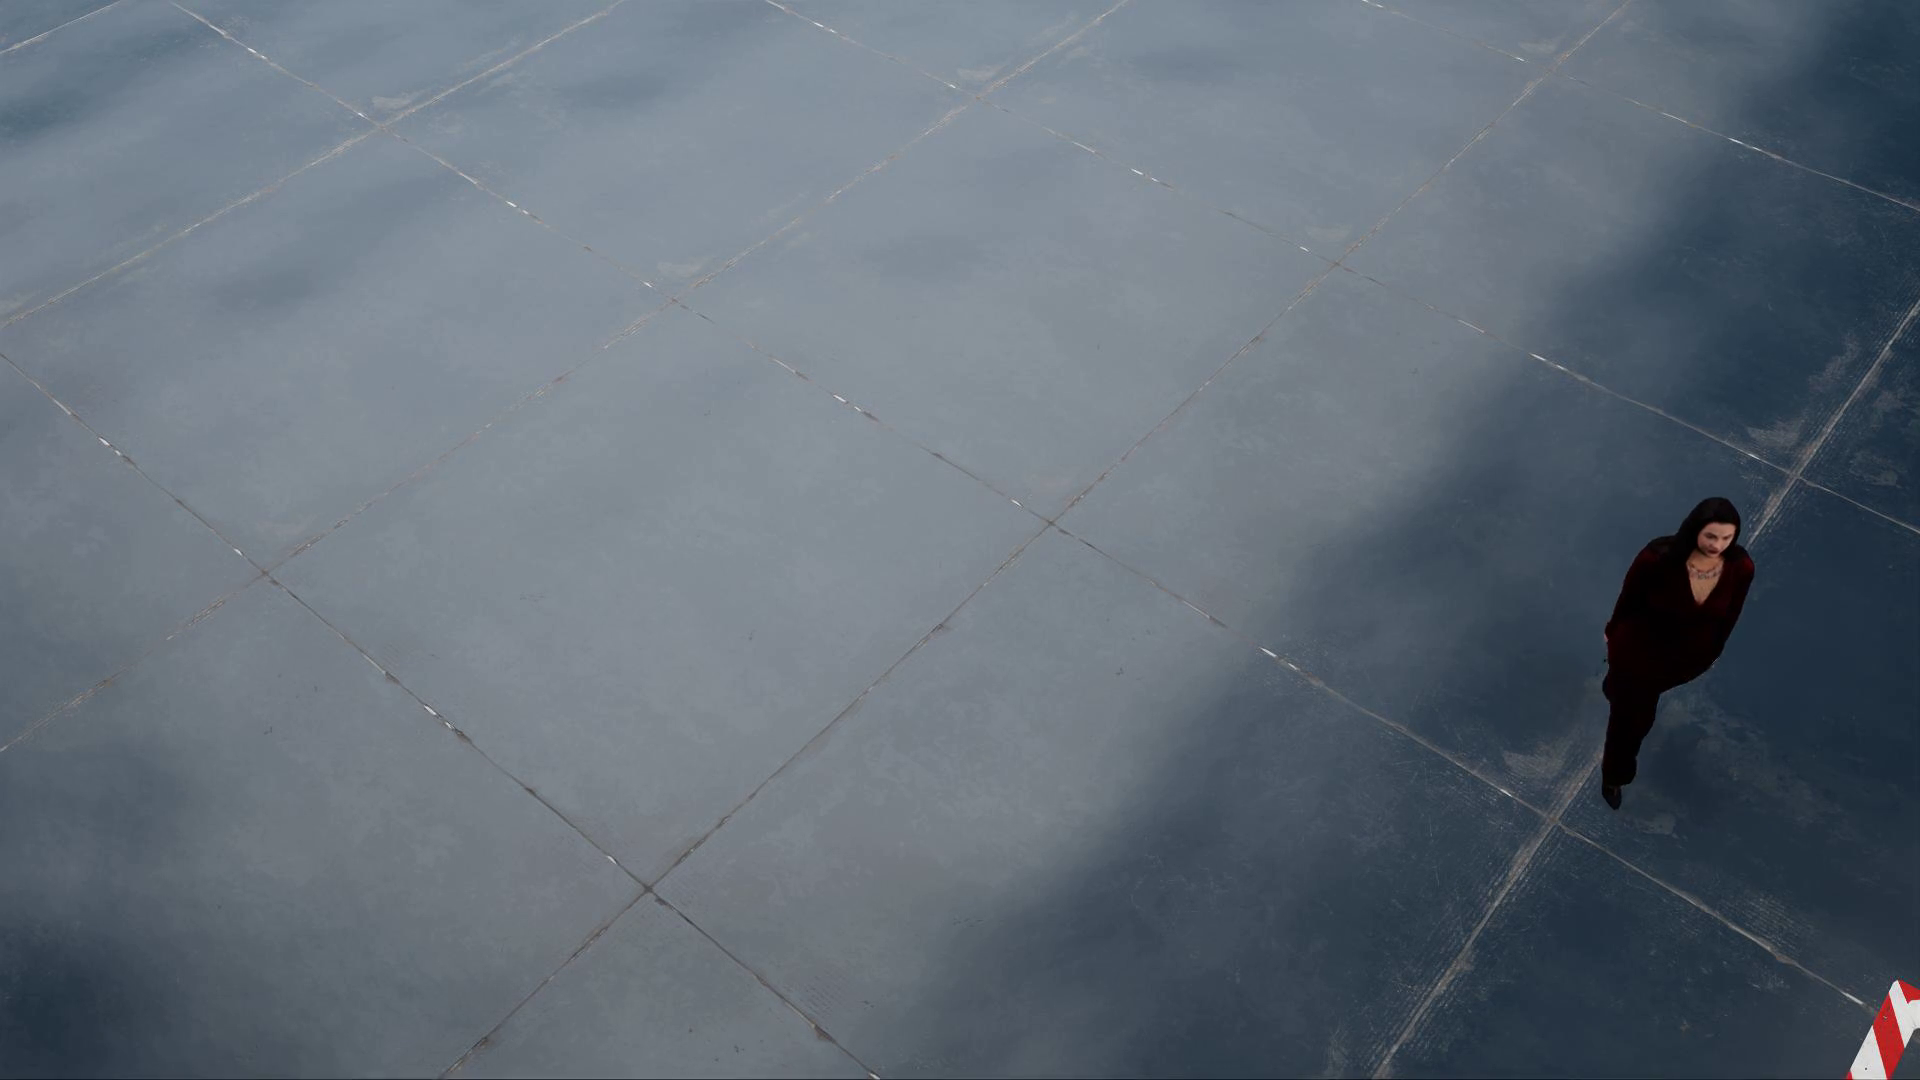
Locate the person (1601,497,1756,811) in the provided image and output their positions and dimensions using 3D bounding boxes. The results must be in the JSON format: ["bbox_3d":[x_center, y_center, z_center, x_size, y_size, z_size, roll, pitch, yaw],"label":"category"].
[{"bbox_3d":[3.162,0.396,7.524,1.101,1.725,1.097,2,47,2],"label":"person"}]
